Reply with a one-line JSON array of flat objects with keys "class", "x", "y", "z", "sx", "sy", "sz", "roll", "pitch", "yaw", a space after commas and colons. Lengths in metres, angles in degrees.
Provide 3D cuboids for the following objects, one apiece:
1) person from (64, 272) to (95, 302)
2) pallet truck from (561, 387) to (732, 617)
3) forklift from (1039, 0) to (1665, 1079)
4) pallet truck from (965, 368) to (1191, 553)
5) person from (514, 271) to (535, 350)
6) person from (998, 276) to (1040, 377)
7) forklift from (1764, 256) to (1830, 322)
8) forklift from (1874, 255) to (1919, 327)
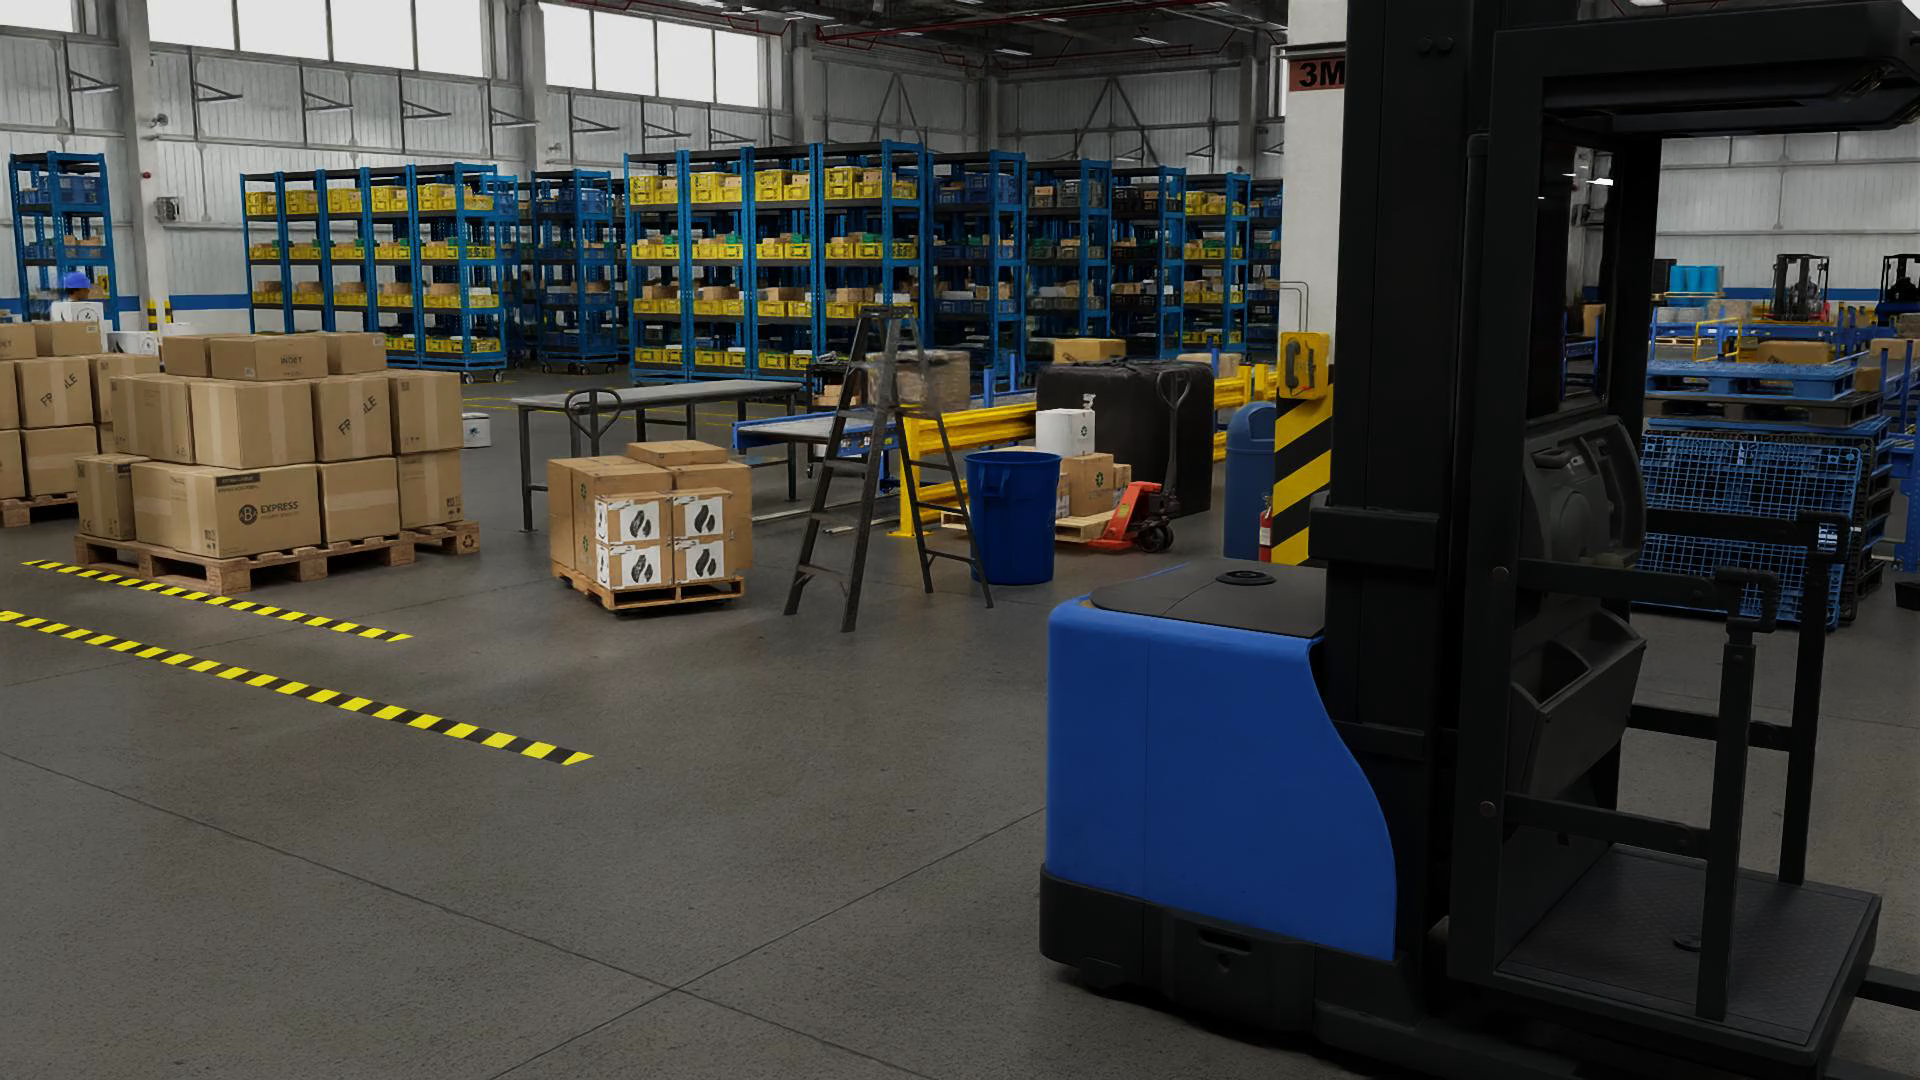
[{"class": "person", "x": -9.744, "y": -1.981, "z": 18.253, "sx": 0.955, "sy": 1.916, "sz": 0.614, "roll": -3, "pitch": 10, "yaw": -19}, {"class": "pallet truck", "x": -1.981, "y": -0.274, "z": 10.088, "sx": 0.680, "sy": 1.201, "sz": 1.601, "roll": -5, "pitch": 11, "yaw": -28}, {"class": "forklift", "x": 1.249, "y": -0.137, "z": 4.360, "sx": 1.873, "sy": 2.768, "sz": 1.129, "roll": 7, "pitch": 12, "yaw": 35}, {"class": "pallet truck", "x": 0.845, "y": -0.609, "z": 11.869, "sx": 1.630, "sy": 1.274, "sz": 0.653, "roll": 7, "pitch": 12, "yaw": 35}, {"class": "person", "x": -9.808, "y": -5.167, "z": 37.540, "sx": 0.578, "sy": 1.793, "sz": 0.988, "roll": 4, "pitch": 10, "yaw": 24}, {"class": "person", "x": 1.009, "y": -3.633, "z": 28.415, "sx": 0.945, "sy": 1.781, "sz": 0.621, "roll": 3, "pitch": 10, "yaw": 17}, {"class": "forklift", "x": 20.253, "y": -5.854, "z": 40.139, "sx": 1.157, "sy": 1.987, "sz": 2.680, "roll": 7, "pitch": 12, "yaw": 35}, {"class": "forklift", "x": 22.089, "y": -5.634, "z": 38.796, "sx": 1.157, "sy": 1.987, "sz": 2.680, "roll": 6, "pitch": 11, "yaw": 33}]
